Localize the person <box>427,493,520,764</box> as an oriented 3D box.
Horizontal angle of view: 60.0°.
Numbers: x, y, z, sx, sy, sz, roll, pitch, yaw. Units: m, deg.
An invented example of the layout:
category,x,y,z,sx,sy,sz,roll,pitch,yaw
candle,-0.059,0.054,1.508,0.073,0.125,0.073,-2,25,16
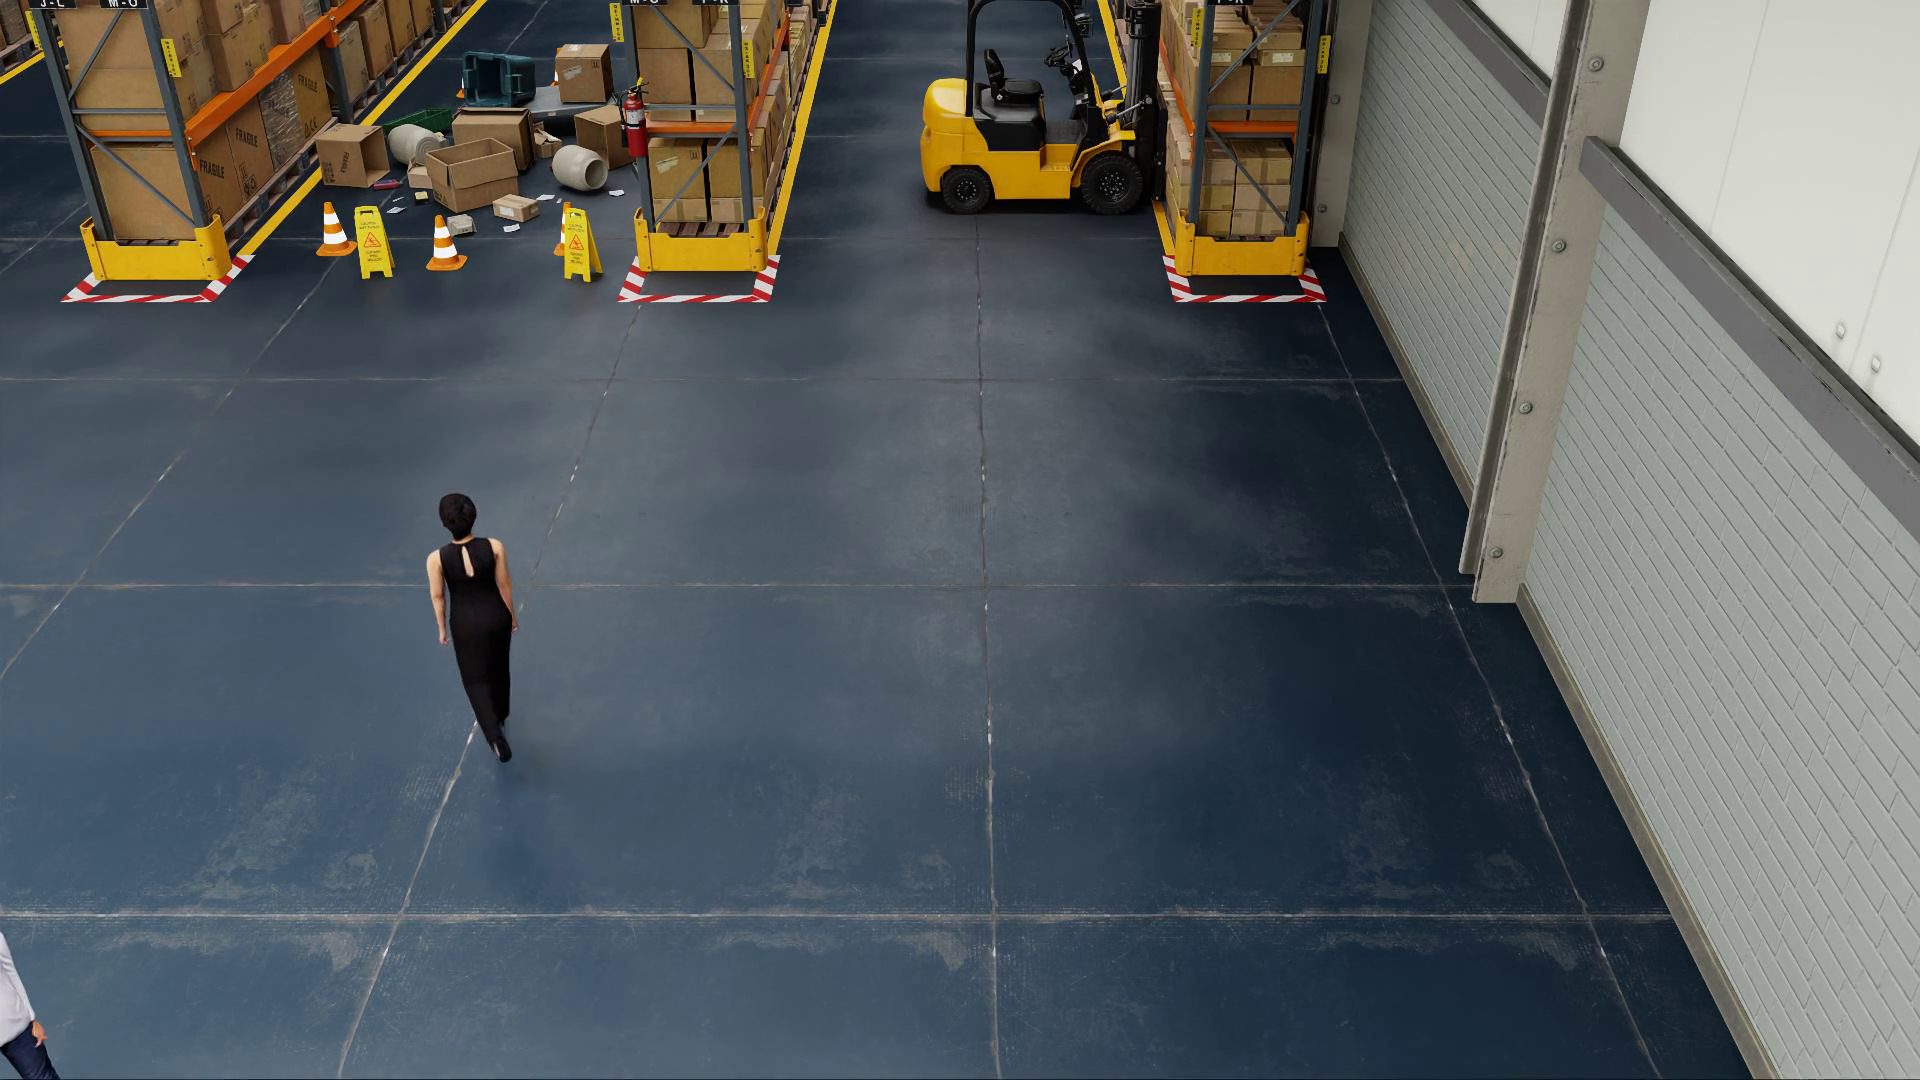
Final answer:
category,x,y,z,sx,sy,sz,roll,pitch,yaw
person,-2.611,0.513,9.111,0.846,1.580,1.035,-15,35,-23
